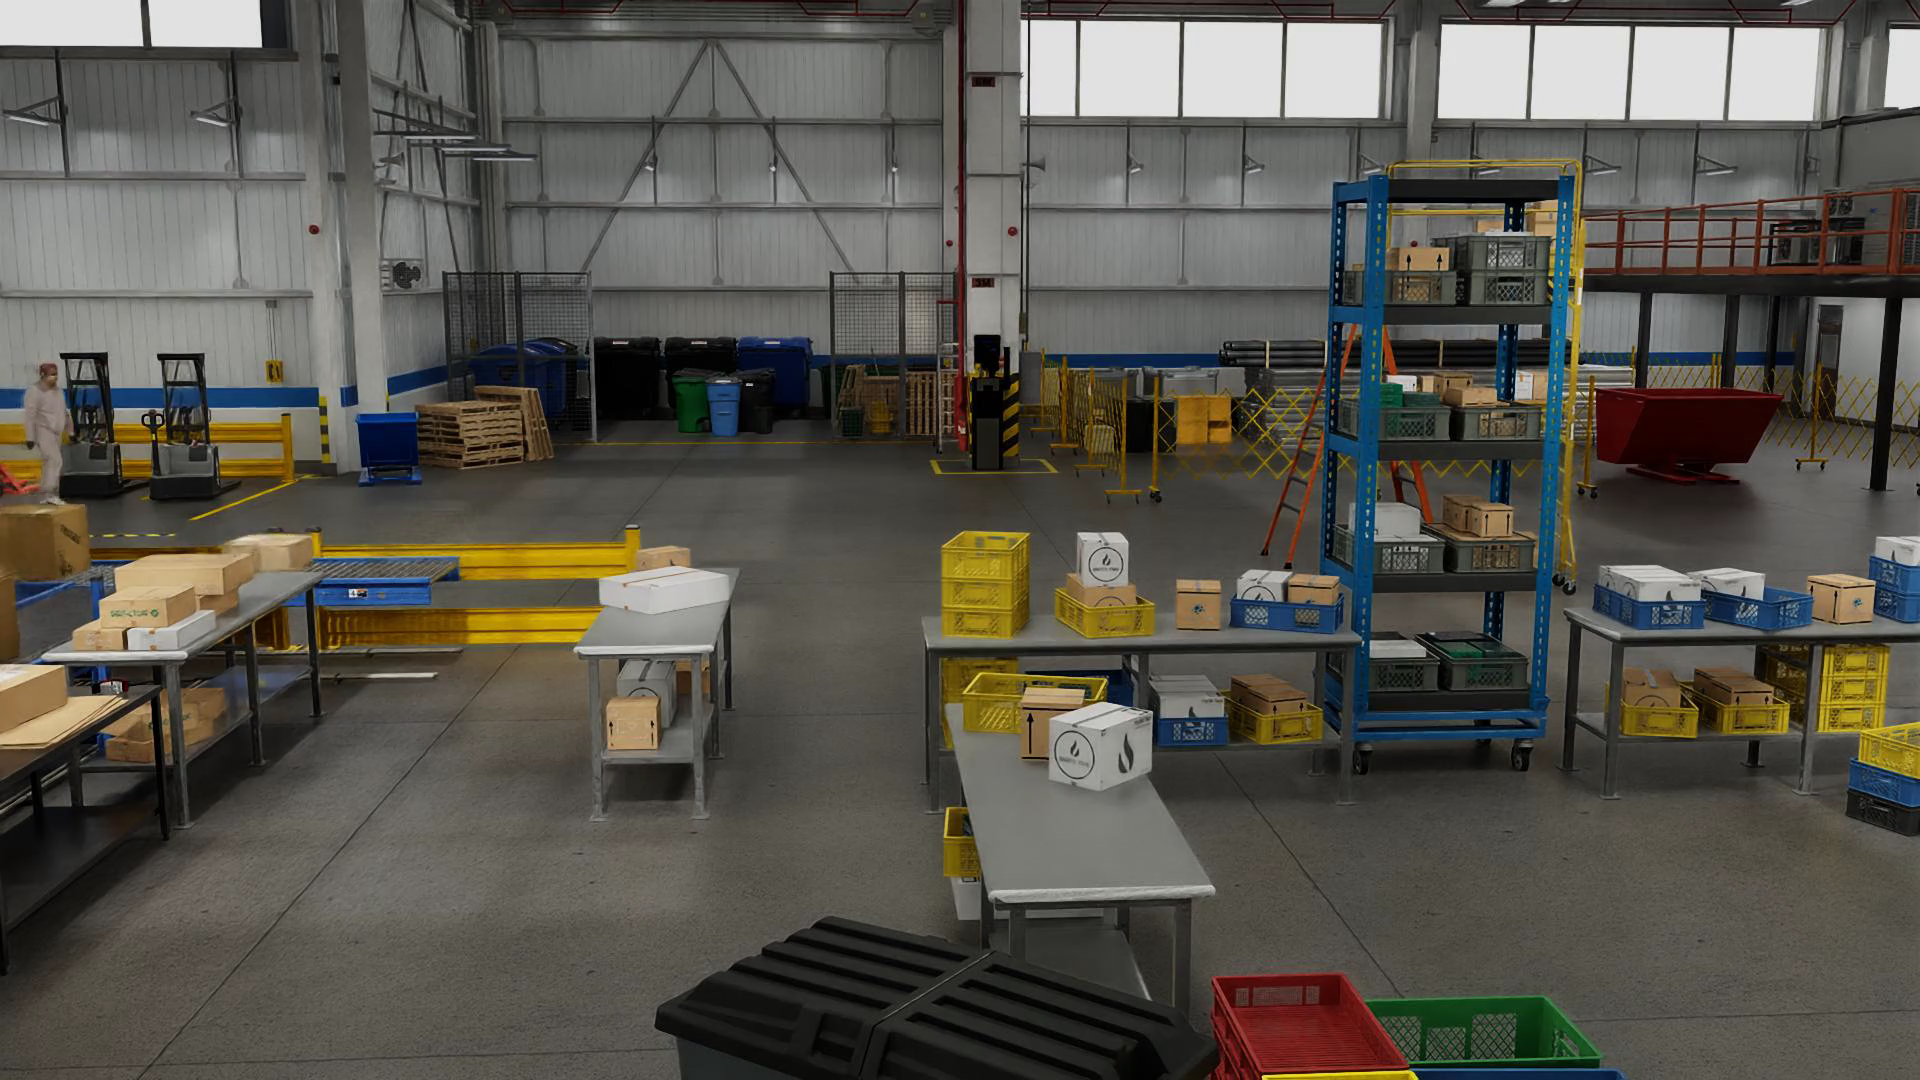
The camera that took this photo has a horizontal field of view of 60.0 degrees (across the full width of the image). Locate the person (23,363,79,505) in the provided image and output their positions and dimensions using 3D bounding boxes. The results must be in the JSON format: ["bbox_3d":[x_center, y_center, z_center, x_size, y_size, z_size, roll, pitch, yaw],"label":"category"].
[{"bbox_3d":[-11.884,-1.374,21.832,0.667,1.880,0.641,1,9,4],"label":"person"}]

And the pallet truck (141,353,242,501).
[{"bbox_3d":[-10.520,-1.604,22.925,0.823,1.965,1.885,-1,9,-6],"label":"pallet truck"}]

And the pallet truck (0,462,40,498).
[{"bbox_3d":[-13.193,-1.293,23.148,0.653,1.274,1.630,-1,9,-4],"label":"pallet truck"}]

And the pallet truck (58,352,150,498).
[{"bbox_3d":[-11.907,-1.642,23.165,0.823,1.965,1.885,0,9,0],"label":"pallet truck"}]
